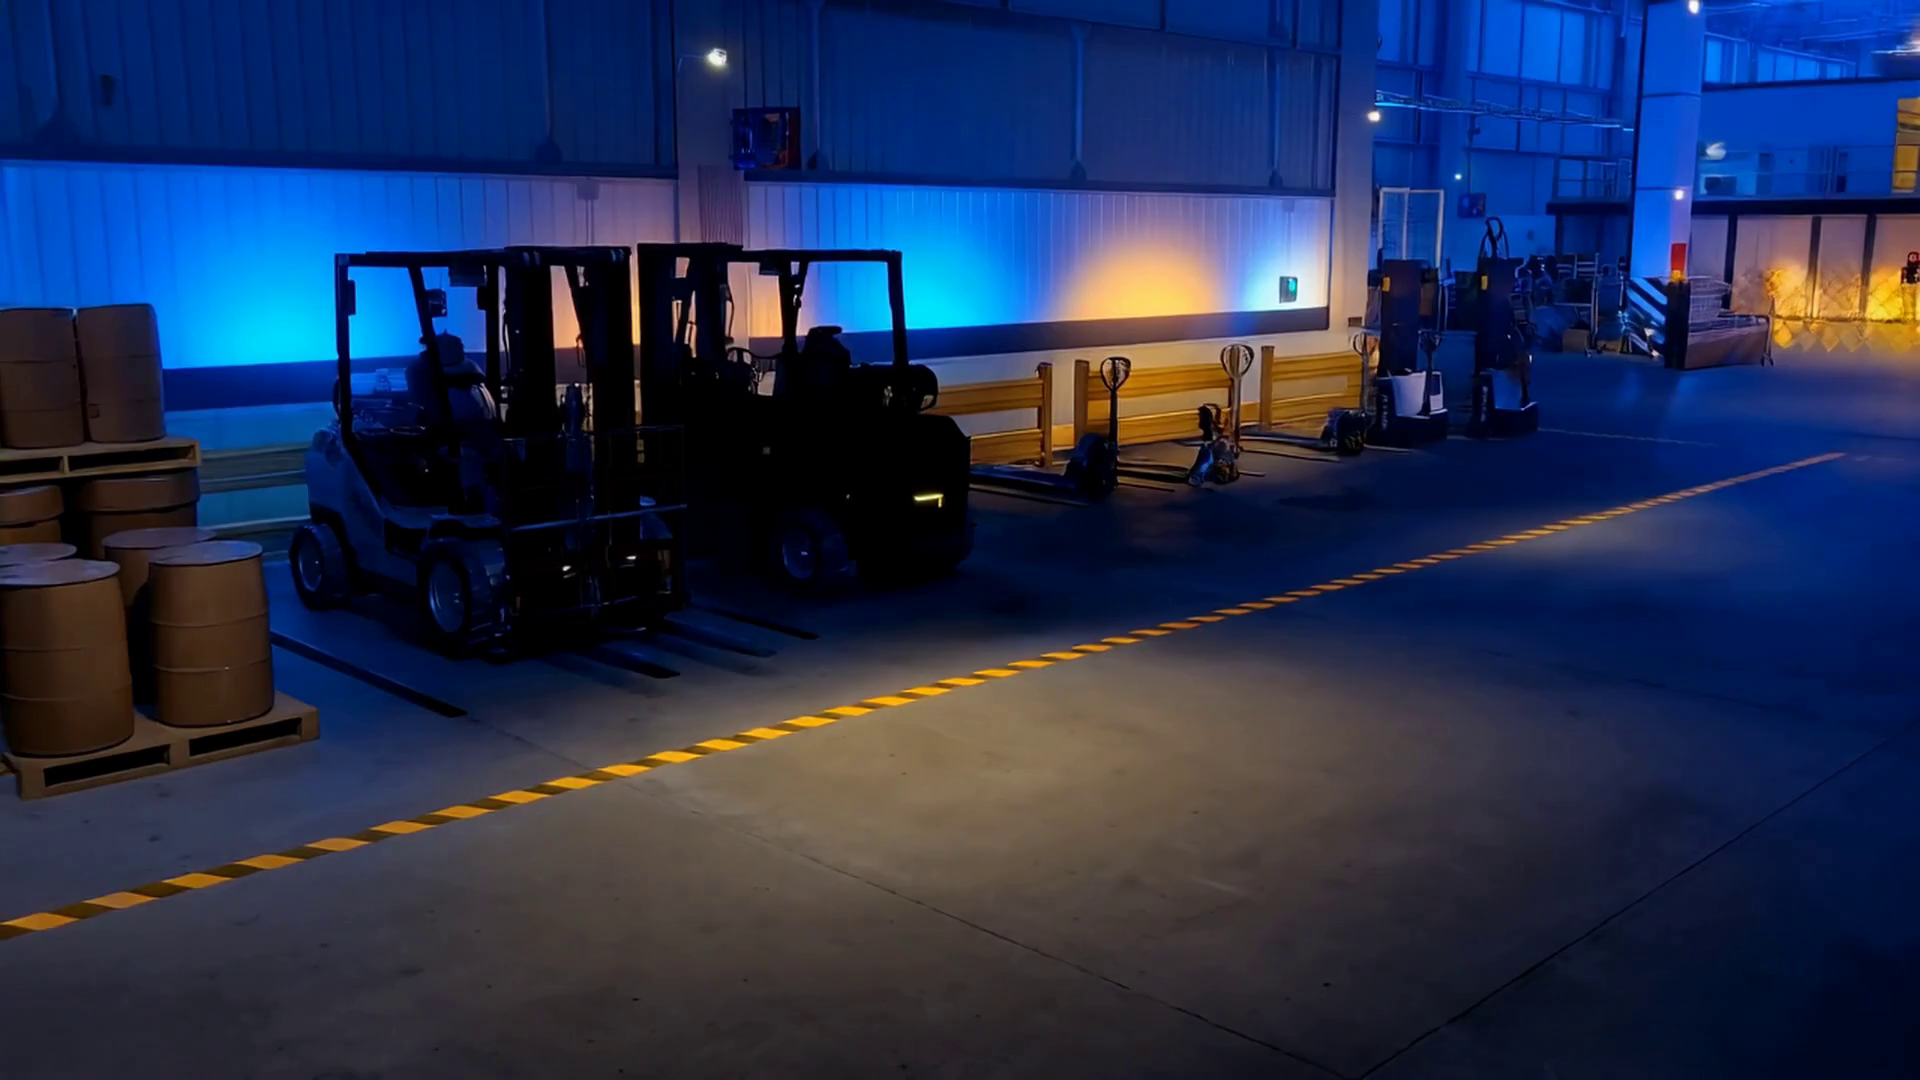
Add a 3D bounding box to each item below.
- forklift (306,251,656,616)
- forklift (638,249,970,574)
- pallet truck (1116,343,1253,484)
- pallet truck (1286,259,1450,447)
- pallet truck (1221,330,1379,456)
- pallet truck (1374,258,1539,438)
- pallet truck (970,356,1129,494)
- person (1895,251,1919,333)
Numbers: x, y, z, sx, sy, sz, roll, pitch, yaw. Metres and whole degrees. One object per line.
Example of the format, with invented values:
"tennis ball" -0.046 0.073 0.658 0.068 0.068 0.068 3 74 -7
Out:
"forklift" -2.833 -0.669 9.694 1.157 1.987 2.680 -10 14 -44
"forklift" -1.173 -0.958 11.239 2.680 1.987 1.157 10 14 43
"pallet truck" 1.962 -1.215 15.415 1.522 1.261 0.704 10 14 43
"pallet truck" 4.493 -2.078 18.196 0.823 1.965 1.885 -9 14 -40
"pallet truck" 3.563 -1.581 17.381 0.653 1.274 1.630 -10 14 -44
"pallet truck" 5.704 -2.208 18.901 1.885 1.965 0.823 10 14 43
"pallet truck" 0.784 -1.085 14.876 0.680 1.201 1.601 -10 14 -44
"person" 21.901 -5.722 38.384 0.356 1.881 0.575 -9 14 -42
